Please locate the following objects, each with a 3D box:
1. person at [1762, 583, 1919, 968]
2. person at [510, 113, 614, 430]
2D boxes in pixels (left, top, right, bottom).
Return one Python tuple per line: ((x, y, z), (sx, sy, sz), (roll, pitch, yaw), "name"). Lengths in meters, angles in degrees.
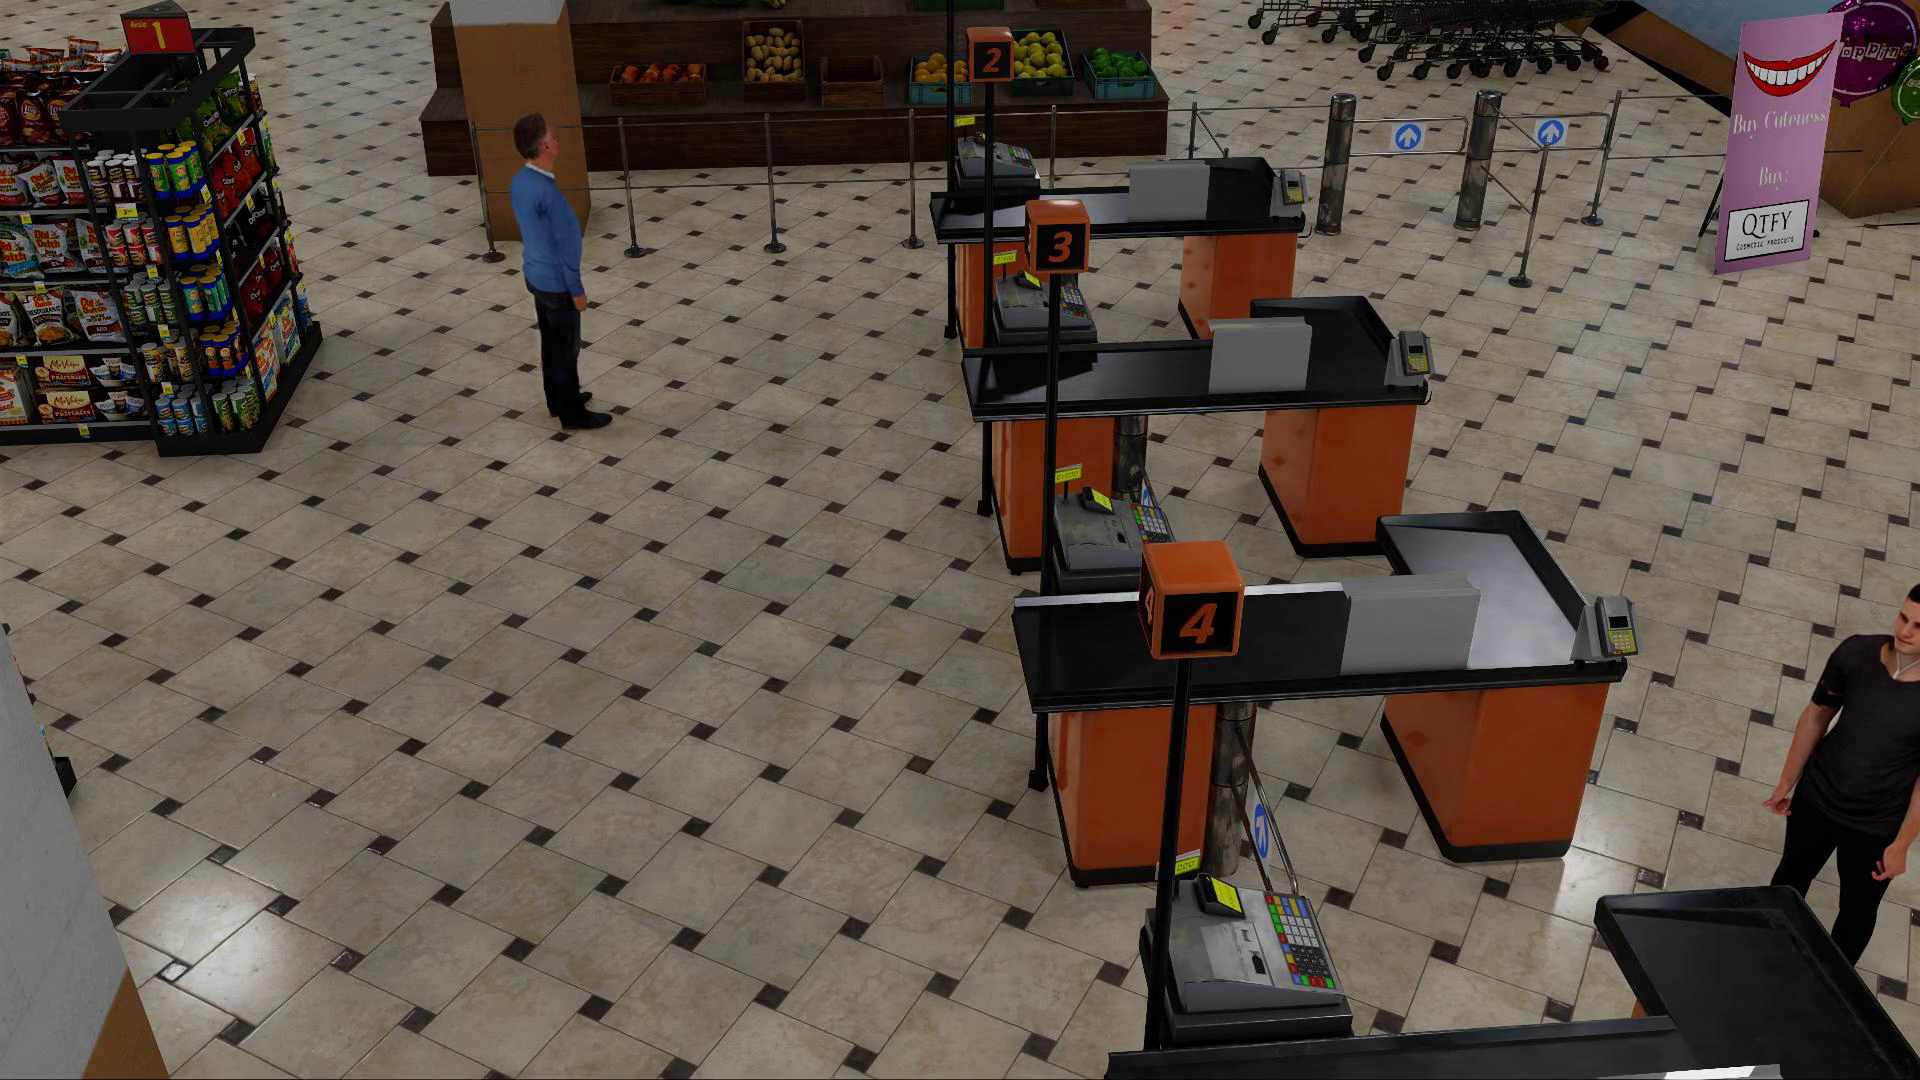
((3.002, 0.885, 5.568), (0.728, 1.764, 0.718), (-22, 38, -31), "person")
((-2.288, -1.490, 9.341), (0.739, 1.811, 0.754), (-17, 36, -25), "person")
